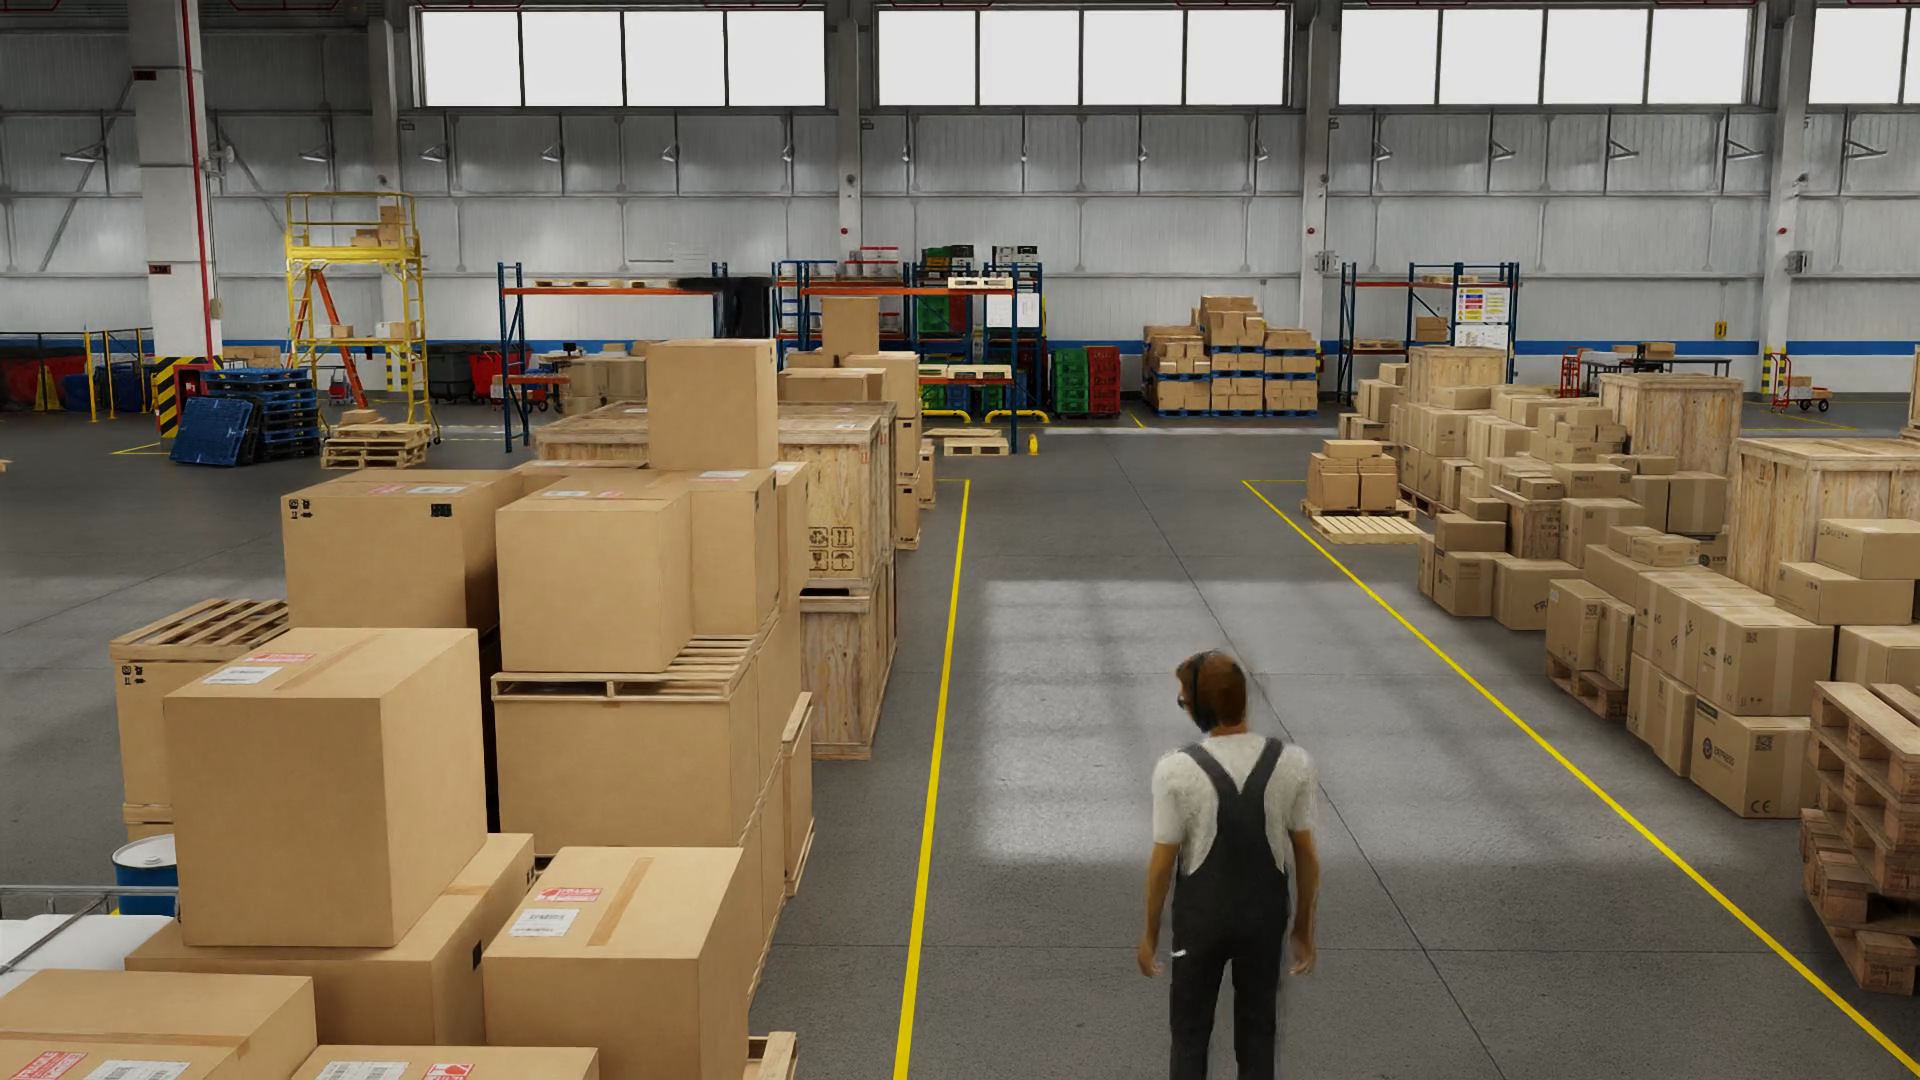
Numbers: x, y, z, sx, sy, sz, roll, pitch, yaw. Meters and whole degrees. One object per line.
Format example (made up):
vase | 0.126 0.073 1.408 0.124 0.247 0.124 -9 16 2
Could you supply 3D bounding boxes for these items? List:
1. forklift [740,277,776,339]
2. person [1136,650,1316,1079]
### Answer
forklift | -2.909 -2.403 24.032 1.873 2.768 1.129 0 9 1
person | 0.850 1.257 5.297 0.563 1.823 0.358 0 9 -2
